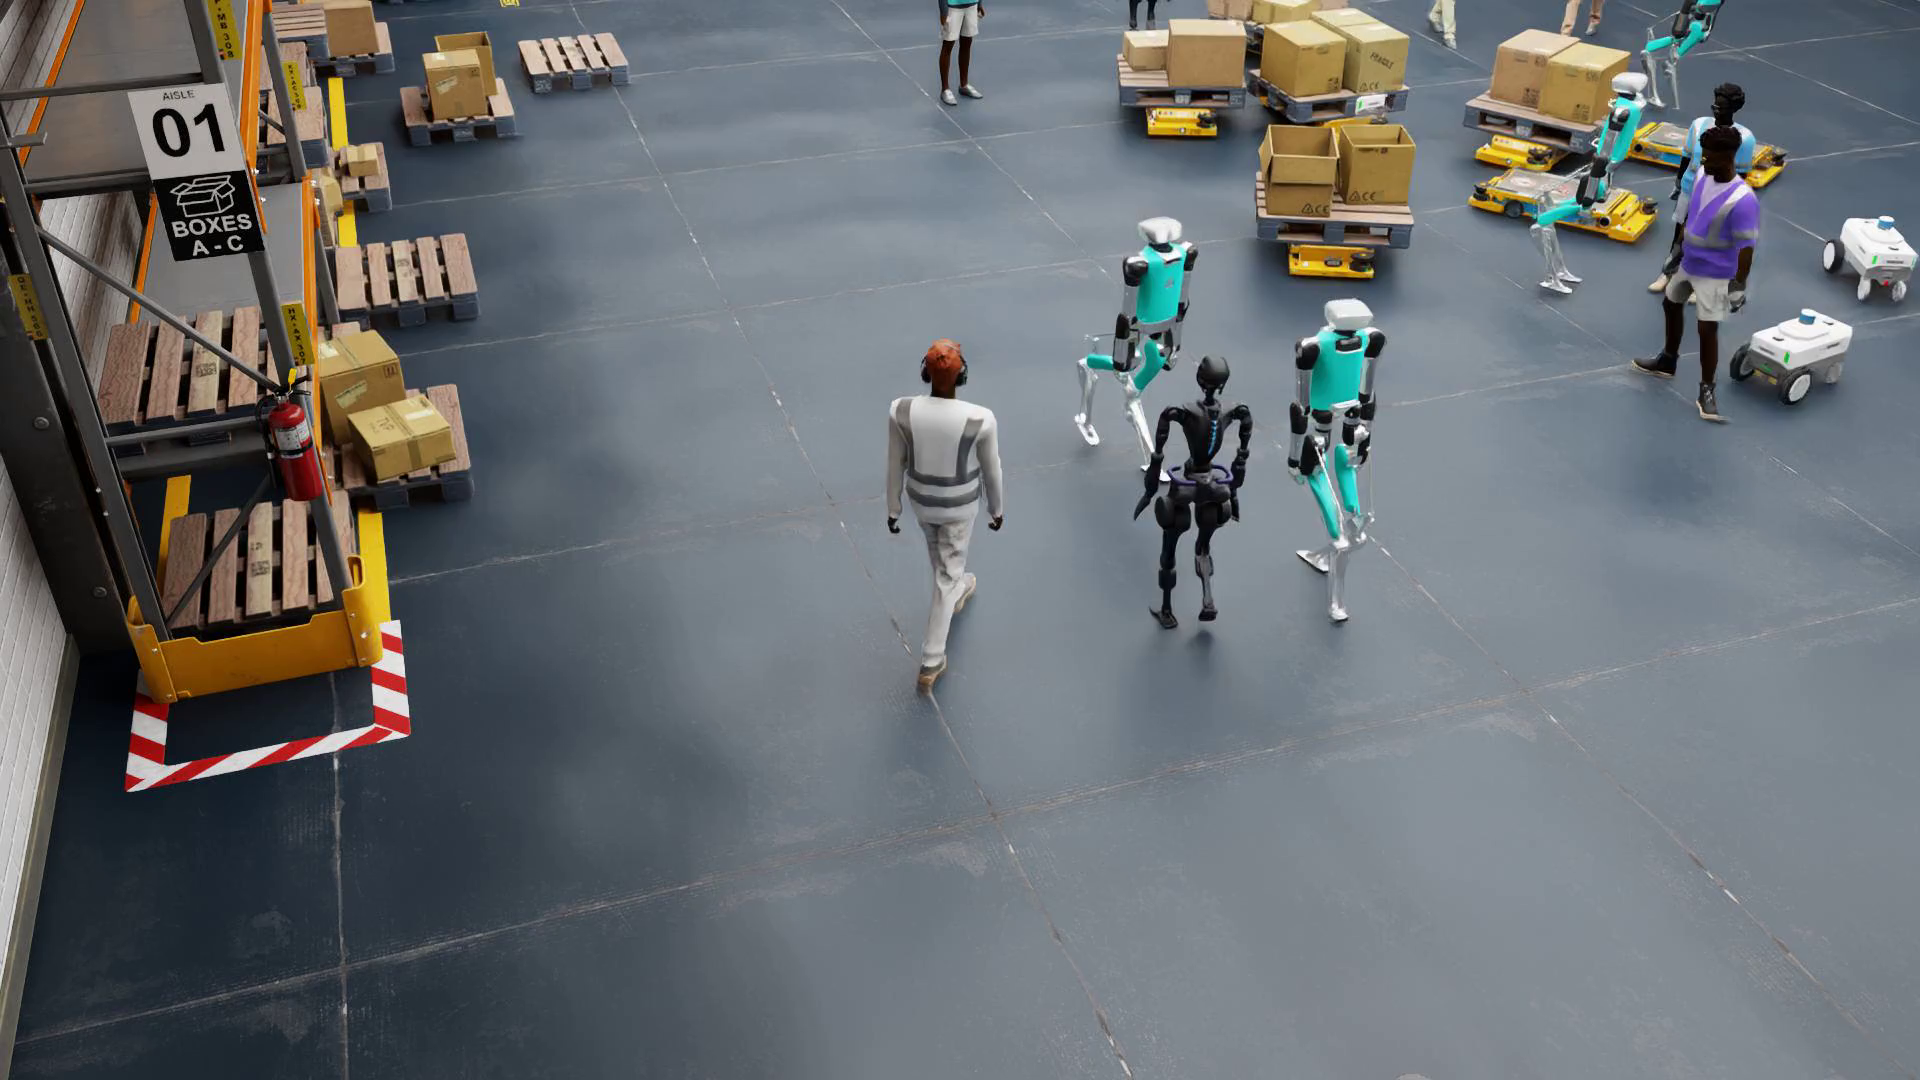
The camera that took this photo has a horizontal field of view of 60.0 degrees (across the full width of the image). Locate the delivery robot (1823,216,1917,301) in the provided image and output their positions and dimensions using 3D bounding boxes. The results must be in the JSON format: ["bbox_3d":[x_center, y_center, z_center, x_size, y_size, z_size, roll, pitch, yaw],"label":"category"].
[{"bbox_3d":[7.171,-2.239,13.022,0.499,0.586,0.765,3,33,5],"label":"delivery robot"}]

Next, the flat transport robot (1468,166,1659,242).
[{"bbox_3d":[5.190,-2.902,14.310,1.431,0.231,0.659,21,39,29],"label":"flat transport robot"}]

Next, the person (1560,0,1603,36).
[{"bbox_3d":[6.968,-6.318,18.299,0.464,1.628,0.877,23,39,30],"label":"person"}]

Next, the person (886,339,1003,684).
[{"bbox_3d":[-0.069,-0.201,8.739,0.588,1.828,1.011,10,34,15],"label":"person"}]

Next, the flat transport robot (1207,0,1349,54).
[{"bbox_3d":[3.469,-5.455,18.224,1.431,0.231,0.659,28,42,36],"label":"flat transport robot"}]

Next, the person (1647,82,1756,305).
[{"bbox_3d":[5.625,-2.610,12.552,0.317,1.695,0.539,-24,40,-32],"label":"person"}]

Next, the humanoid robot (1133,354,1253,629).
[{"bbox_3d":[1.252,-0.213,8.901,0.601,1.652,0.424,-6,34,-9],"label":"humanoid robot"}]

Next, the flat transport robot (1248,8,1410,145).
[{"bbox_3d":[3.563,-4.197,16.296,0.659,0.231,1.431,-10,35,-16],"label":"flat transport robot"}]

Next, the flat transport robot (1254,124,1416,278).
[{"bbox_3d":[3.029,-2.534,13.745,0.659,0.231,1.431,4,33,6],"label":"flat transport robot"}]

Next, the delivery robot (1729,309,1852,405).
[{"bbox_3d":[5.845,-1.325,11.613,0.769,0.577,0.499,-17,37,-24],"label":"delivery robot"}]

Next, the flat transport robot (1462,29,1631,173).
[{"bbox_3d":[5.476,-3.789,15.670,0.659,0.231,1.431,24,40,32],"label":"flat transport robot"}]

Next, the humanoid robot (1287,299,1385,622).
[{"bbox_3d":[2.149,-0.364,9.139,0.533,1.812,0.873,-13,35,-19],"label":"humanoid robot"}]

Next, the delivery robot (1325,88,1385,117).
[{"bbox_3d":[3.767,-4.251,16.135,0.499,0.614,0.796,-15,36,-21],"label":"delivery robot"}]

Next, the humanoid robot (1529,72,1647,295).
[{"bbox_3d":[4.679,-2.730,12.625,0.733,1.712,0.530,21,38,29],"label":"humanoid robot"}]

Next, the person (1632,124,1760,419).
[{"bbox_3d":[5.009,-1.813,11.133,0.418,1.930,0.886,-4,33,-7],"label":"person"}]

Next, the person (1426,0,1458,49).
[{"bbox_3d":[5.435,-6.411,18.319,0.579,1.820,0.879,-9,34,-14],"label":"person"}]

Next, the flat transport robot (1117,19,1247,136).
[{"bbox_3d":[2.166,-4.333,16.505,0.659,0.231,1.431,2,33,2],"label":"flat transport robot"}]

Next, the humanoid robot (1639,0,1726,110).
[{"bbox_3d":[7.038,-5.030,16.260,0.531,1.791,0.813,-18,37,-25],"label":"humanoid robot"}]

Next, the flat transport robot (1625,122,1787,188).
[{"bbox_3d":[6.788,-3.572,15.337,1.431,0.231,0.659,24,40,32],"label":"flat transport robot"}]

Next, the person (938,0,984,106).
[{"bbox_3d":[-0.008,-5.335,16.512,0.554,1.941,0.429,-22,39,-30],"label":"person"}]

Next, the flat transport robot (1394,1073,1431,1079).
[{"bbox_3d":[1.751,2.577,5.906,0.659,0.231,1.431,12,35,17],"label":"flat transport robot"}]

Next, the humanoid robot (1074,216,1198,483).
[{"bbox_3d":[1.023,-1.275,10.514,0.534,1.773,1.015,-21,39,-29],"label":"humanoid robot"}]

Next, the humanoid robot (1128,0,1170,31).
[{"bbox_3d":[1.939,-5.932,17.671,0.613,1.650,0.360,-3,33,-4],"label":"humanoid robot"}]
